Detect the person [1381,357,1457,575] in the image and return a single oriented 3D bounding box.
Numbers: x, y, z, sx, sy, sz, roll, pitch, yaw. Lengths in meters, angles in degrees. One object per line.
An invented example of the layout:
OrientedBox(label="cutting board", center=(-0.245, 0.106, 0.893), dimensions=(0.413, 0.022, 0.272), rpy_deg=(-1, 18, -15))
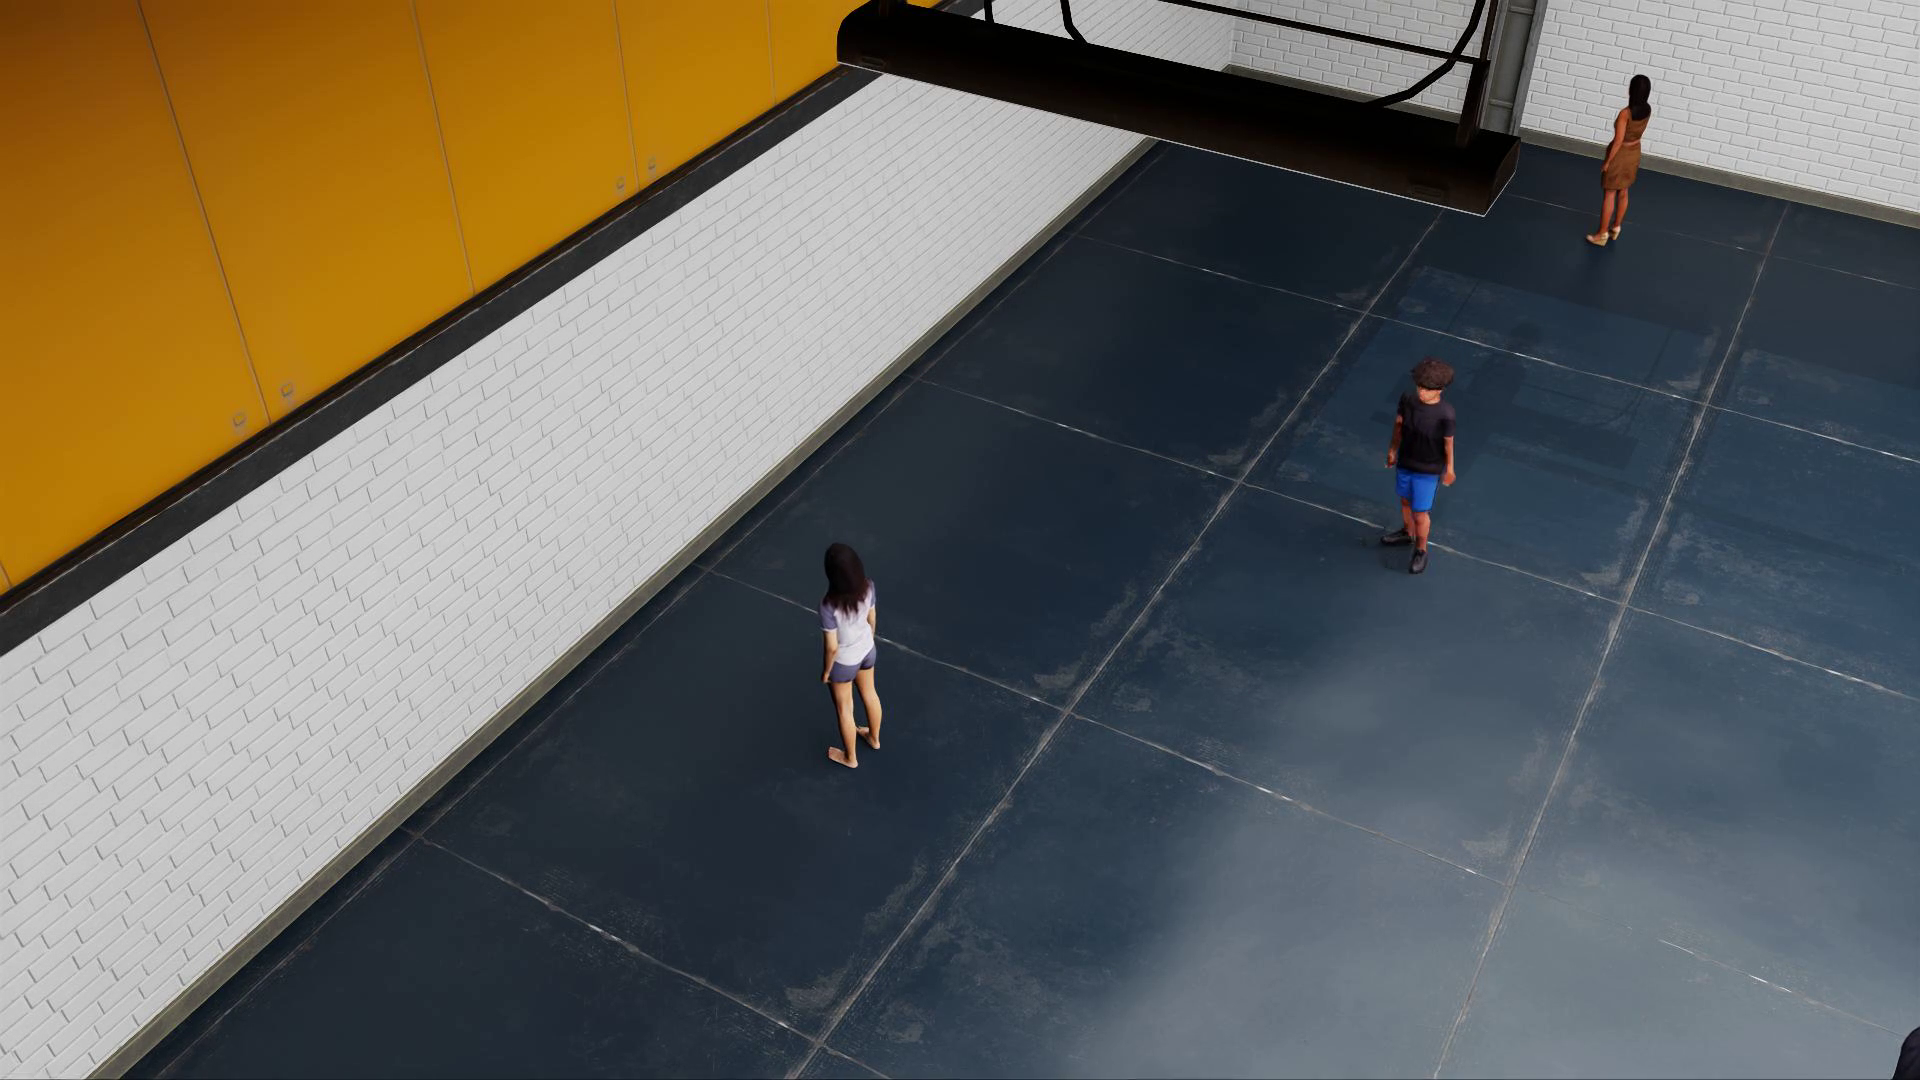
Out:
OrientedBox(label="person", center=(3.305, -0.589, 11.966), dimensions=(0.849, 1.770, 0.772), rpy_deg=(-23, 44, -26))

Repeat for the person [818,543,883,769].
OrientedBox(label="person", center=(-0.685, 0.719, 10.359), dimensions=(0.586, 1.733, 0.632), rpy_deg=(31, 48, 33))

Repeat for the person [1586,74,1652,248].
OrientedBox(label="person", center=(6.291, -3.607, 15.811), dimensions=(0.642, 1.688, 0.640), rpy_deg=(-24, 44, -27))
